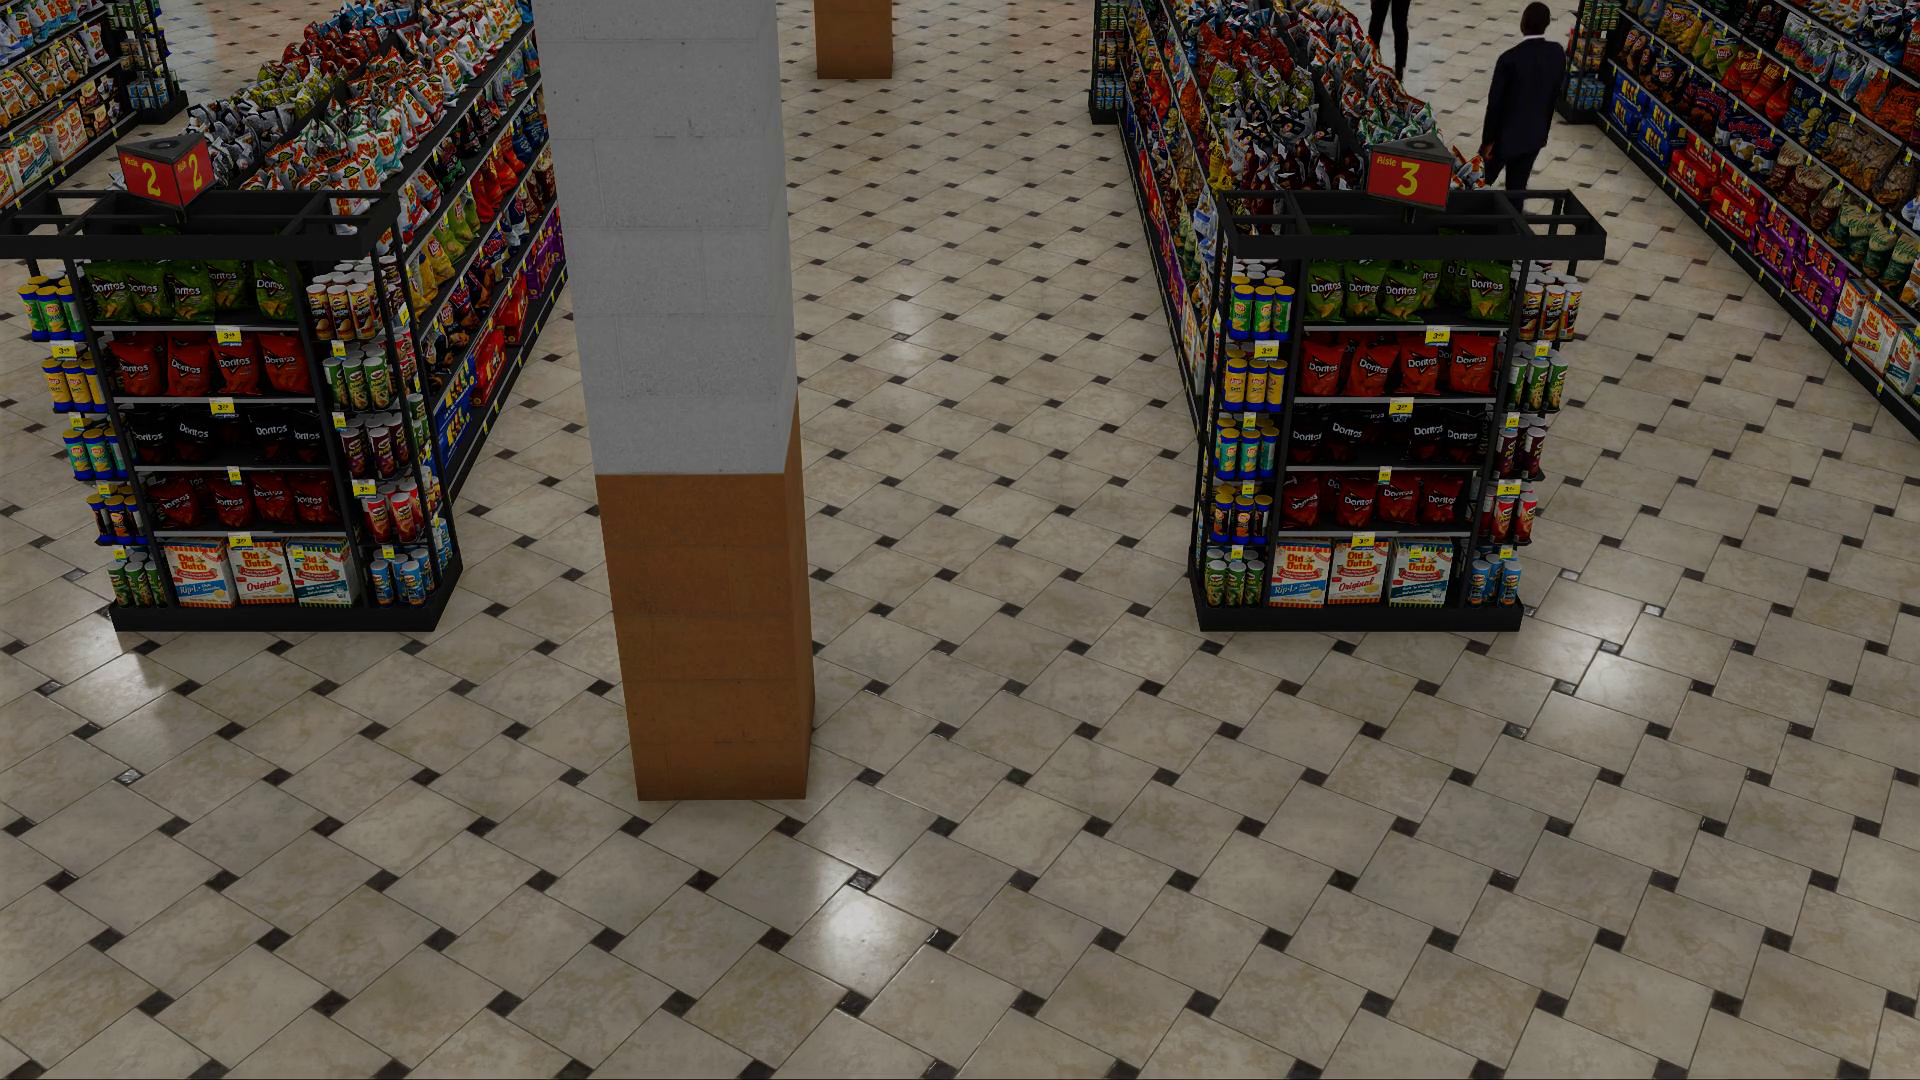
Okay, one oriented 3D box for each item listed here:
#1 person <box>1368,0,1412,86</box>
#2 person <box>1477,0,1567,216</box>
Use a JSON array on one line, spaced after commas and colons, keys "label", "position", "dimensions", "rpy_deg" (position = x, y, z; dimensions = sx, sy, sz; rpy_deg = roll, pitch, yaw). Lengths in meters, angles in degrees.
[{"label": "person", "position": [3.922, -4.938, 14.881], "dimensions": [0.745, 1.774, 1.229], "rpy_deg": [-2, 32, -4]}, {"label": "person", "position": [3.767, -2.663, 11.192], "dimensions": [0.732, 1.808, 0.666], "rpy_deg": [-4, 32, -7]}]
